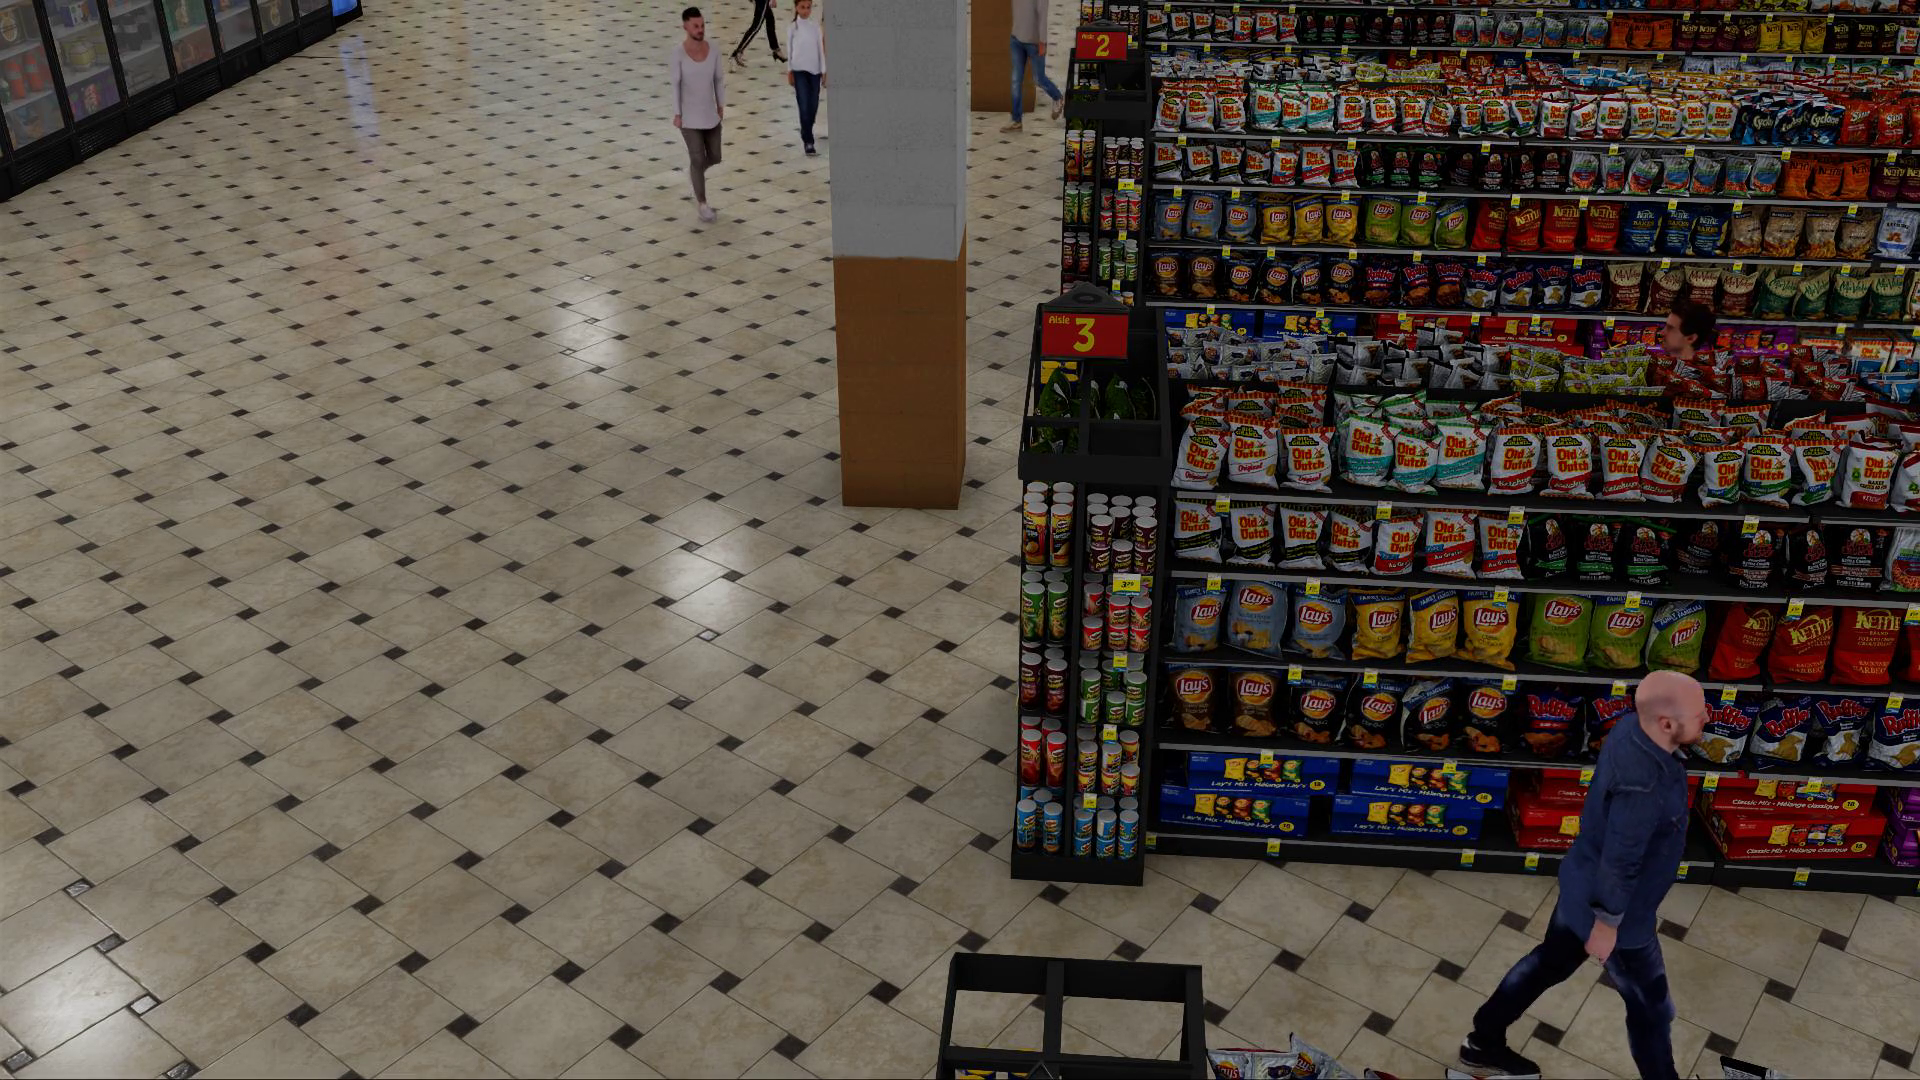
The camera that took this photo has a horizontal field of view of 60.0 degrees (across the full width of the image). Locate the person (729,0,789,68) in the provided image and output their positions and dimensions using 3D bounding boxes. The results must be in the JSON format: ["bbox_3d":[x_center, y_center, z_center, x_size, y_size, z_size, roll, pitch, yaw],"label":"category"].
[{"bbox_3d":[-2.401,-6.347,19.493,1.162,1.665,1.067,-20,35,-32],"label":"person"}]

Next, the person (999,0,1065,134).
[{"bbox_3d":[0.772,-5.138,17.049,1.134,1.884,1.132,25,37,38],"label":"person"}]

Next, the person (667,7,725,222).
[{"bbox_3d":[-2.325,-3.746,14.567,1.020,1.821,1.049,-17,33,-29],"label":"person"}]

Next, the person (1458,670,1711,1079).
[{"bbox_3d":[2.087,1.210,5.536,1.191,1.776,0.841,6,29,11],"label":"person"}]

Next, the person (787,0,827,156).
[{"bbox_3d":[-1.533,-4.662,16.553,1.043,1.525,0.822,-7,30,-13],"label":"person"}]
